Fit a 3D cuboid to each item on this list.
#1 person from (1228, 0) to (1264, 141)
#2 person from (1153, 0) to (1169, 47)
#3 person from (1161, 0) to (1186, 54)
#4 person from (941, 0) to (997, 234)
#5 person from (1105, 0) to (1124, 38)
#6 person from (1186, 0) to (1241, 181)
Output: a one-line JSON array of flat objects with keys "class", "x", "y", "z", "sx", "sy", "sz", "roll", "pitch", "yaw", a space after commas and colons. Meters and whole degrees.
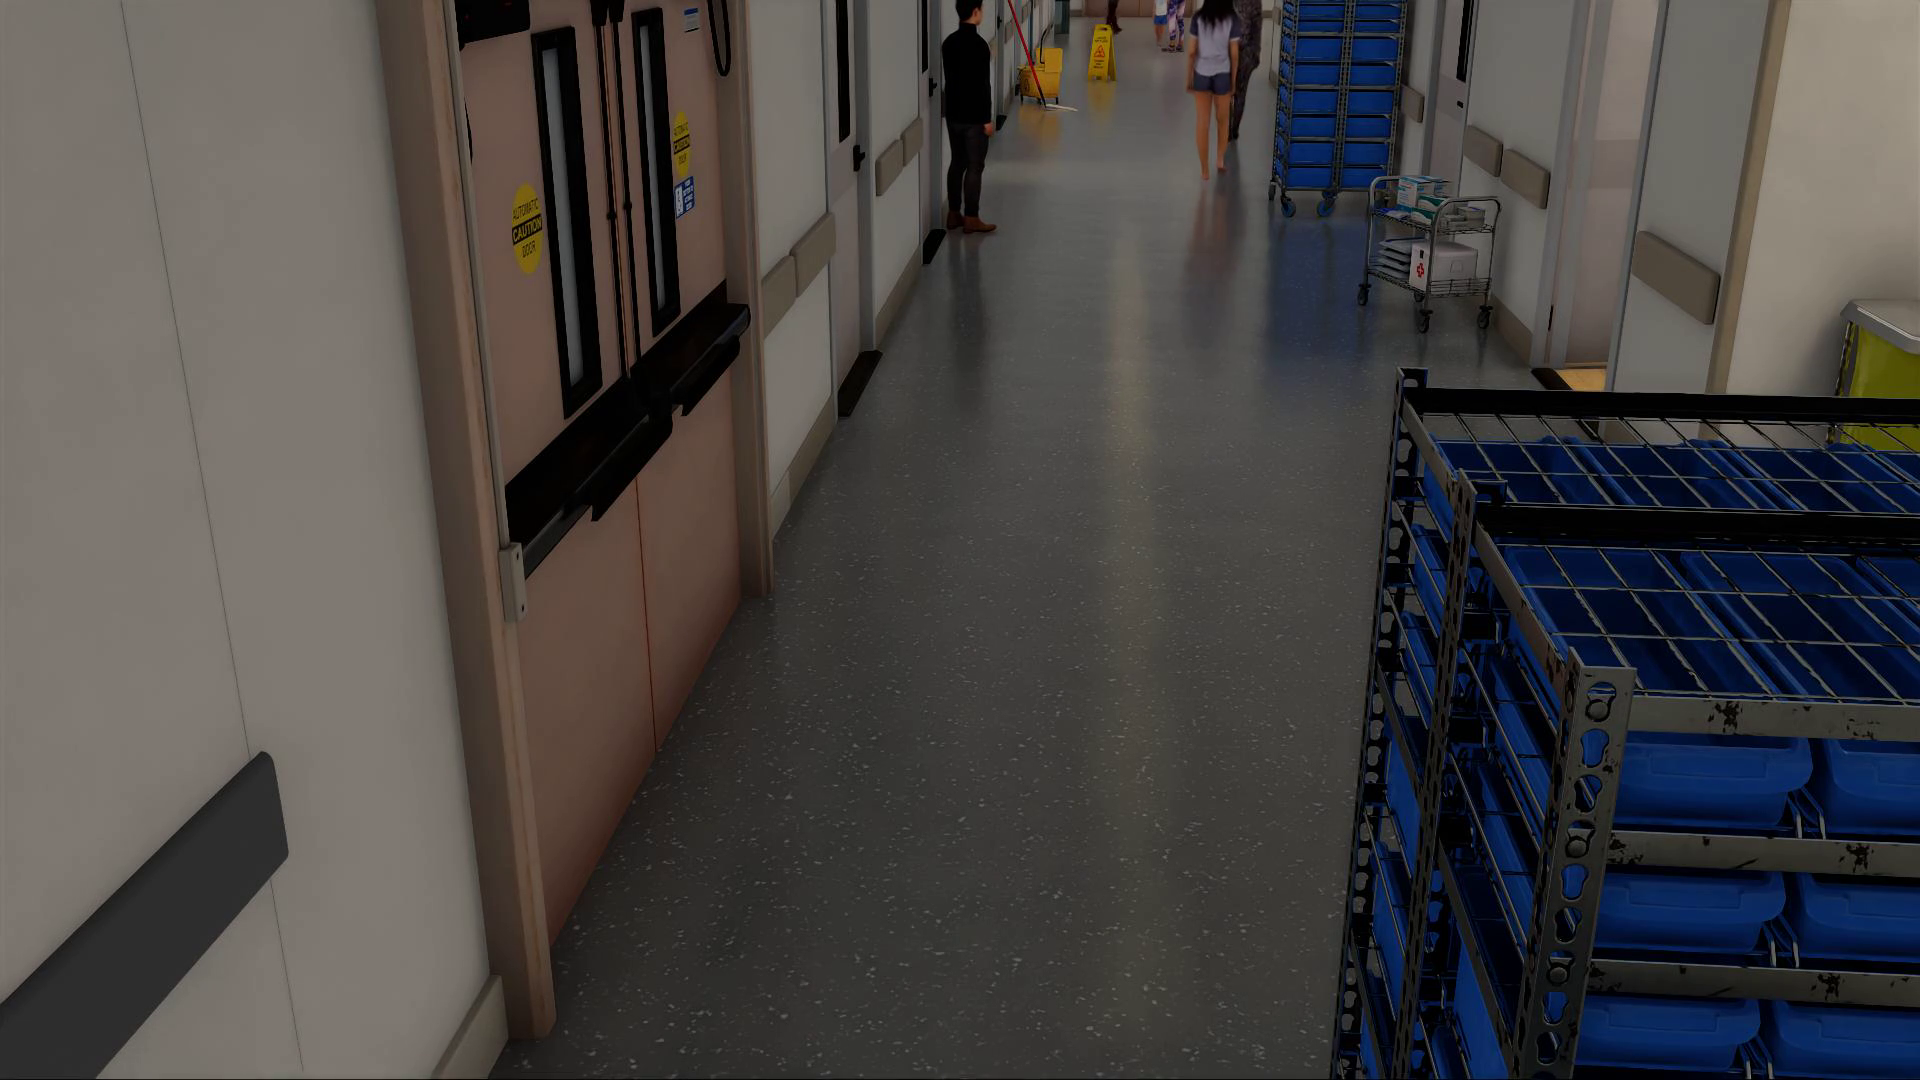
[{"class": "person", "x": 2.856, "y": -4.960, "z": 17.037, "sx": 0.619, "sy": 1.699, "sz": 0.815, "roll": 3, "pitch": 21, "yaw": 9}, {"class": "person", "x": 3.537, "y": -9.217, "z": 29.236, "sx": 0.455, "sy": 1.018, "sz": 0.523, "roll": 5, "pitch": 21, "yaw": 12}, {"class": "person", "x": 3.632, "y": -9.105, "z": 27.885, "sx": 0.664, "sy": 1.767, "sz": 0.737, "roll": -19, "pitch": 28, "yaw": -41}, {"class": "person", "x": 0.054, "y": -3.137, "z": 12.189, "sx": 0.777, "sy": 1.723, "sz": 0.694, "roll": -14, "pitch": 25, "yaw": -32}, {"class": "person", "x": 2.828, "y": -10.247, "z": 31.012, "sx": 0.912, "sy": 1.687, "sz": 1.032, "roll": 17, "pitch": 26, "yaw": 37}, {"class": "person", "x": 2.196, "y": -3.997, "z": 14.460, "sx": 0.585, "sy": 1.723, "sz": 0.562, "roll": 1, "pitch": 21, "yaw": 3}]
